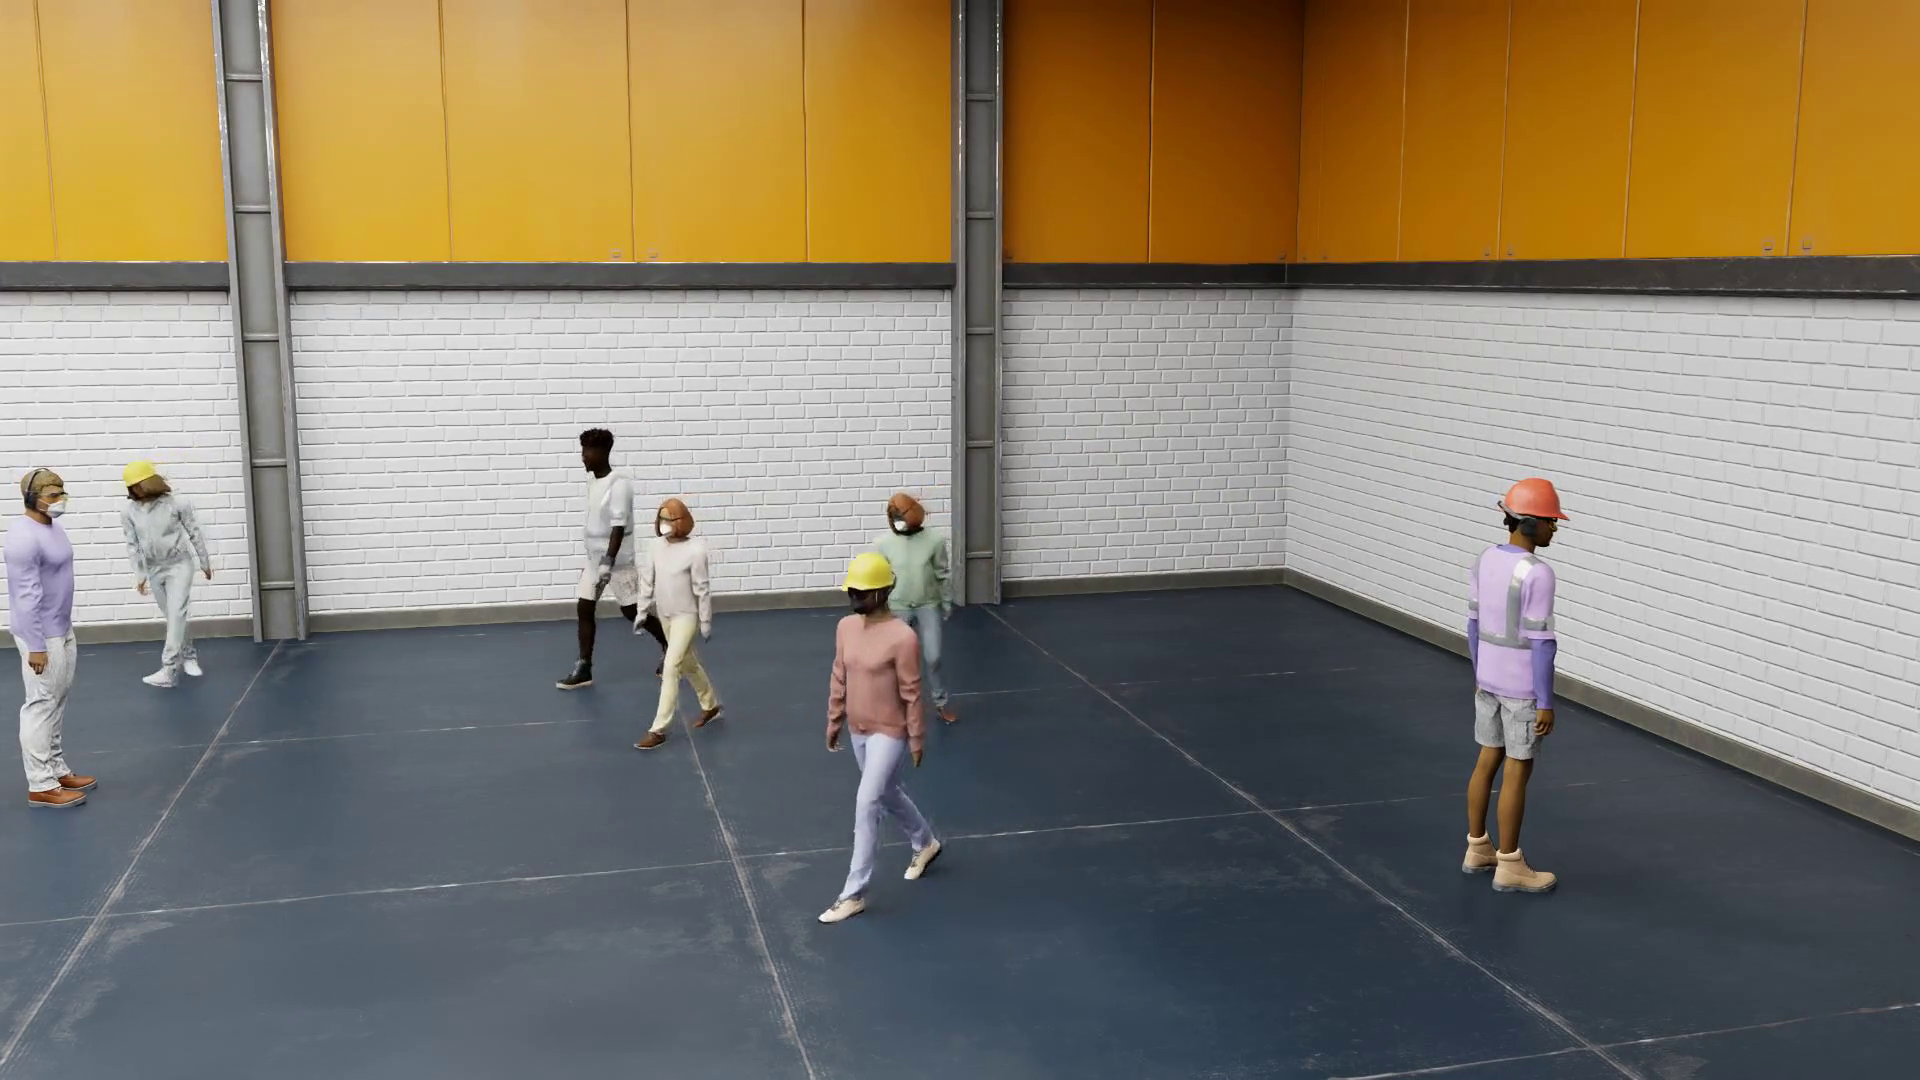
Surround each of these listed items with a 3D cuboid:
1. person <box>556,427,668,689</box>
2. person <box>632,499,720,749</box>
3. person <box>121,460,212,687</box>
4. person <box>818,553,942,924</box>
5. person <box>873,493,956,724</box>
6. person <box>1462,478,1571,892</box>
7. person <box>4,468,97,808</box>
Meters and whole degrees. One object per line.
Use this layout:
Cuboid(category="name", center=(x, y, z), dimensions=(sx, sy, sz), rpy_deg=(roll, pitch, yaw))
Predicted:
Cuboid(category="person", center=(-2.525, 0.115, 12.295), dimensions=(0.950, 1.934, 0.598), rpy_deg=(-8, 12, -42))
Cuboid(category="person", center=(-1.838, 0.511, 10.860), dimensions=(0.506, 1.596, 0.853), rpy_deg=(7, 12, 38))
Cuboid(category="person", center=(-5.860, 0.238, 12.275), dimensions=(0.527, 1.675, 0.769), rpy_deg=(0, 9, -1))
Cuboid(category="person", center=(-0.370, 0.896, 8.030), dimensions=(0.538, 1.731, 0.883), rpy_deg=(9, 13, 44))
Cuboid(category="person", center=(-0.324, 0.470, 11.071), dimensions=(0.526, 1.597, 0.416), rpy_deg=(0, 9, -3))
Cuboid(category="person", center=(2.762, 0.706, 8.233), dimensions=(0.386, 2.039, 0.615), rpy_deg=(-2, 9, -15))
Cuboid(category="person", center=(-5.228, 0.551, 9.523), dimensions=(0.350, 1.936, 0.635), rpy_deg=(-2, 9, -15))
